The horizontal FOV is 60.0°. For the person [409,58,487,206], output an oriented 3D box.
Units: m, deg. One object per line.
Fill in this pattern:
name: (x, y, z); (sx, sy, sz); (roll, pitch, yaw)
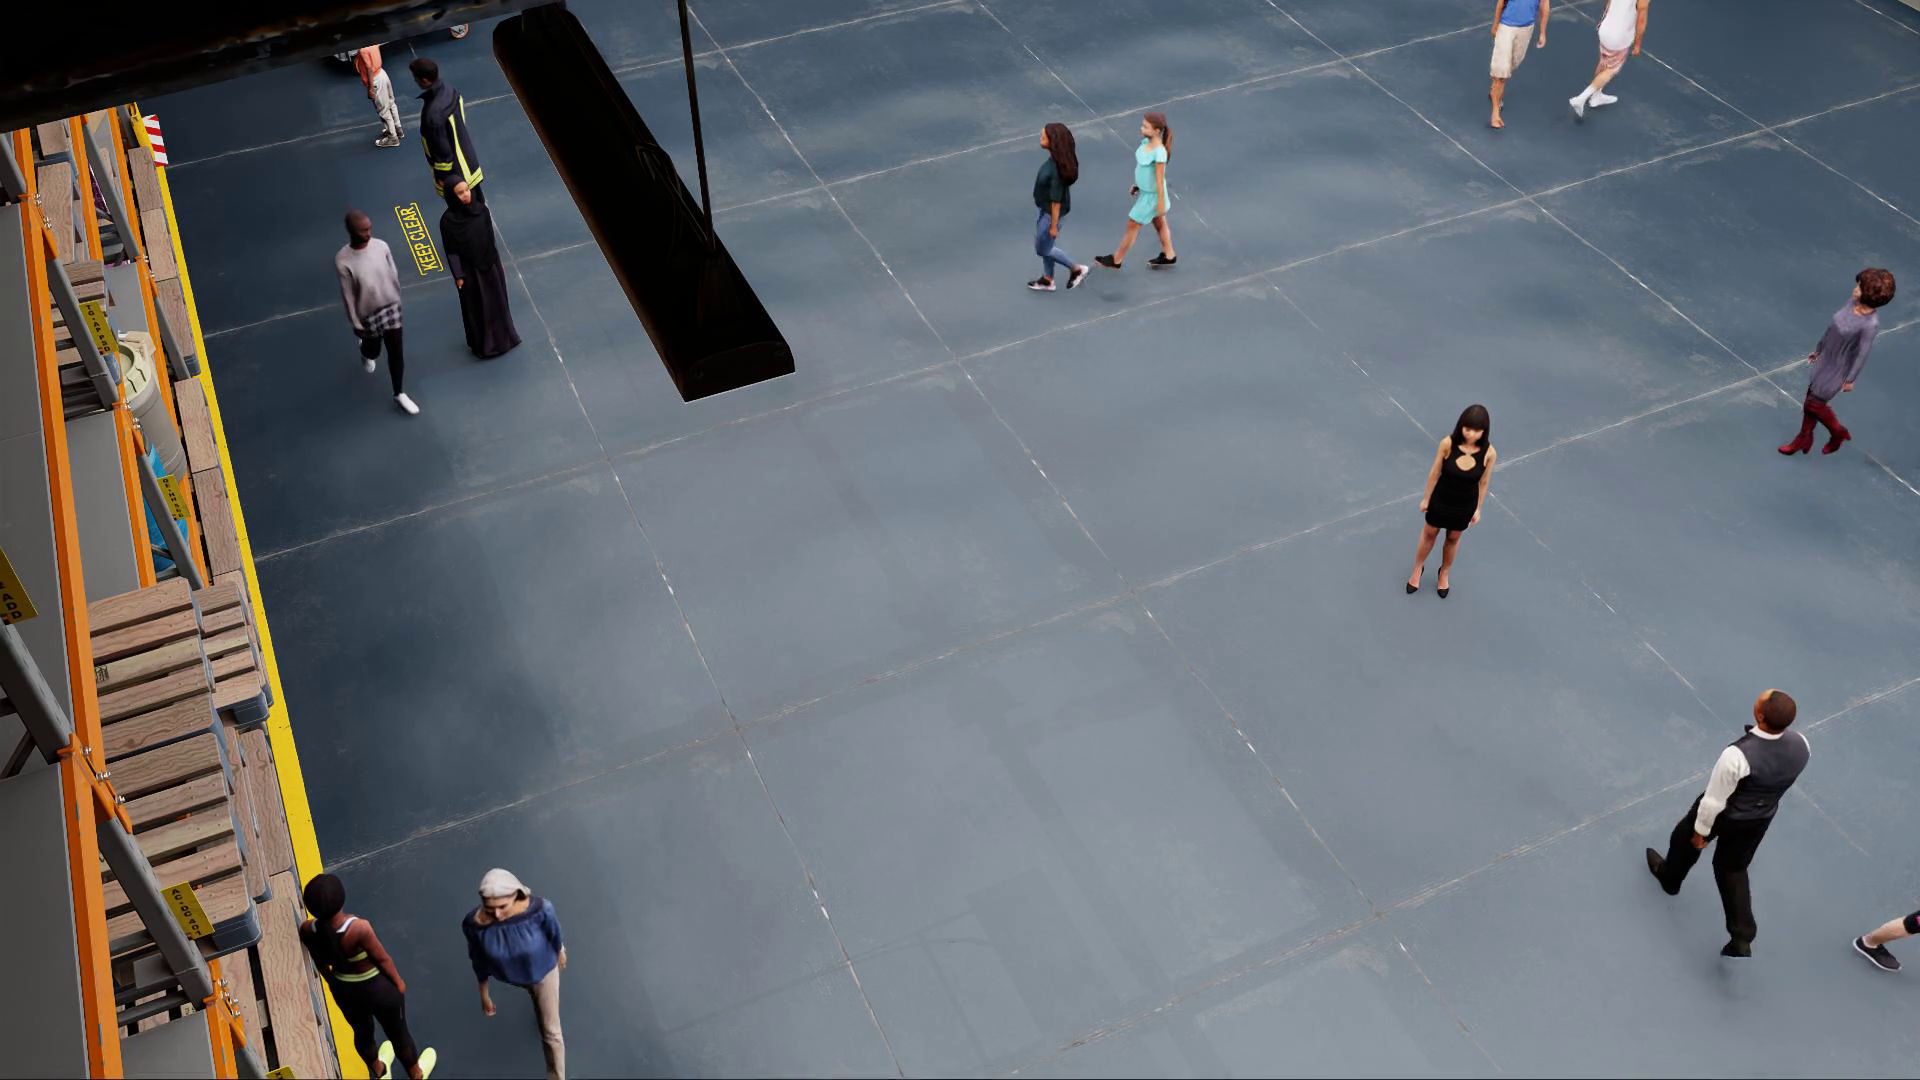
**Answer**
person: (-4.379, -3.287, 14.376); (0.947, 1.922, 0.799); (1, 44, 1)

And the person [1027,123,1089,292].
person: (0.862, -2.769, 14.063); (0.821, 1.604, 0.800); (1, 44, 1)

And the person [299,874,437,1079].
person: (-3.087, 2.327, 8.605); (0.638, 1.754, 0.657); (3, 44, 3)

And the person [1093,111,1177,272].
person: (1.729, -2.984, 14.349); (0.841, 1.520, 0.990); (-3, 44, -3)

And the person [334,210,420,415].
person: (-4.585, -1.819, 12.961); (0.807, 1.748, 1.082); (-29, 51, -27)

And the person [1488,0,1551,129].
person: (5.431, -5.079, 16.324); (0.924, 1.829, 1.192); (-3, 44, -3)

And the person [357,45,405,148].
person: (-5.618, -4.430, 16.020); (0.624, 1.310, 0.531); (4, 44, 4)

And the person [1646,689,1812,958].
person: (4.367, 1.610, 9.284); (0.947, 1.856, 1.255); (-5, 44, -5)

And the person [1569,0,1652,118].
person: (6.362, -4.923, 16.216); (0.790, 1.753, 0.871); (-19, 47, -19)

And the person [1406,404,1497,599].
person: (3.378, -0.270, 11.406); (0.616, 1.650, 0.659); (11, 45, 11)

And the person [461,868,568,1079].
person: (-2.301, 2.201, 8.817); (0.868, 1.645, 1.191); (-4, 44, -5)

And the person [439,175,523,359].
person: (-3.920, -2.235, 13.497); (0.664, 1.611, 0.666); (-30, 51, -28)

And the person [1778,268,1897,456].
person: (6.626, -1.287, 12.437); (0.821, 1.700, 0.776); (4, 44, 4)
